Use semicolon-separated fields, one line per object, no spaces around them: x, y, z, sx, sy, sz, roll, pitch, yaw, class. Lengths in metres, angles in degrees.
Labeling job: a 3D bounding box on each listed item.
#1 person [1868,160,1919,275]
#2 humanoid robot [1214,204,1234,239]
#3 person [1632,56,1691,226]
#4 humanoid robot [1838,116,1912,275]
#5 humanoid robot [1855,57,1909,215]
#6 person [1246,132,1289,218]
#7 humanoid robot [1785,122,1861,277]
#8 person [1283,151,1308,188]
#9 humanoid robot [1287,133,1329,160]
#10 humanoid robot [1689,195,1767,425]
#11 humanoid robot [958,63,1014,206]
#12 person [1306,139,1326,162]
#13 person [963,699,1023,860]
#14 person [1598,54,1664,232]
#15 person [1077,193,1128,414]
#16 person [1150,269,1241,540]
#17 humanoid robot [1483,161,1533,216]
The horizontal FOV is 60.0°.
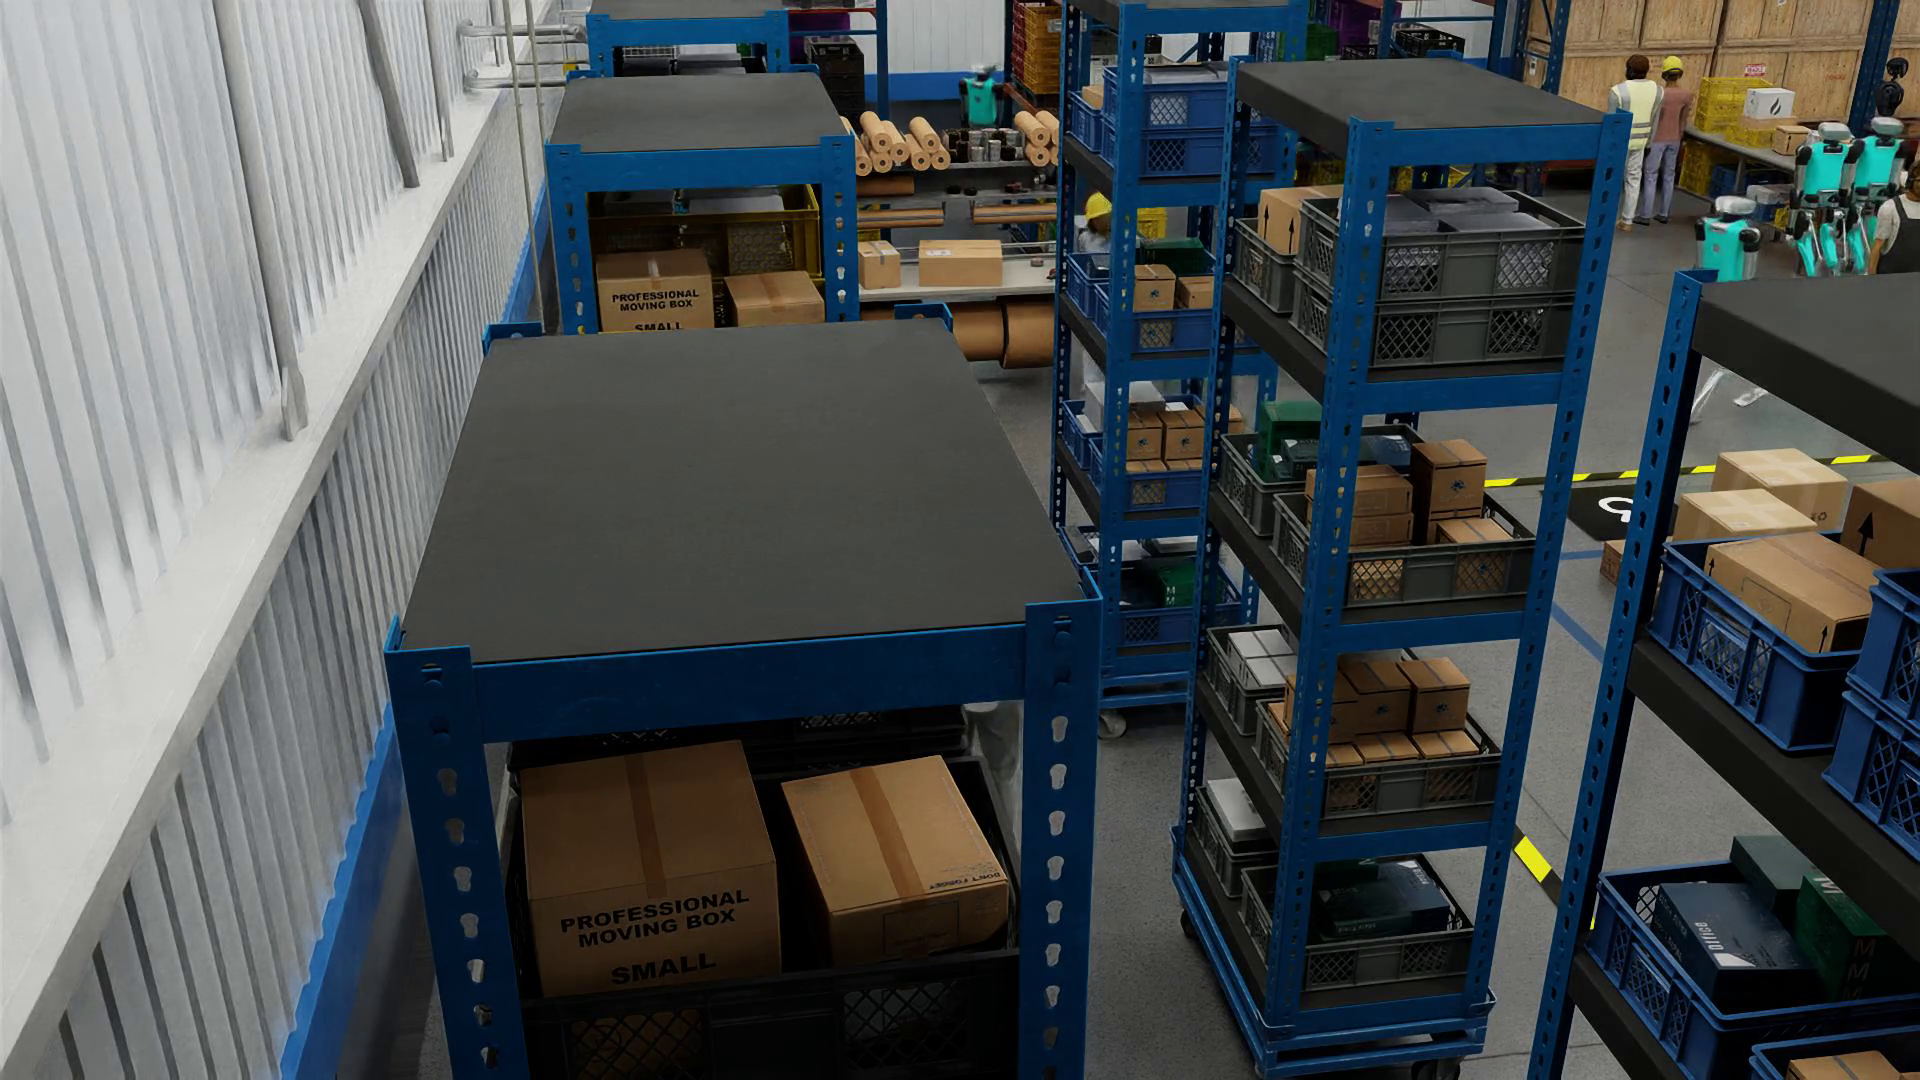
7.209;-2.012;12.800;0.498;1.840;0.349;-5;25;-10;person
2.808;-3.933;17.219;0.547;1.892;0.784;-9;26;-18;humanoid robot
7.477;-4.249;17.745;0.525;1.765;0.327;-7;26;-15;person
7.975;-2.706;14.498;0.542;1.866;0.651;-2;25;-4;humanoid robot
10.092;-4.441;18.249;0.315;1.658;0.599;15;29;30;humanoid robot
2.936;-3.582;16.179;0.514;1.865;0.328;-4;25;-8;person
7.404;-2.632;14.223;0.539;1.771;0.680;-1;25;-2;humanoid robot
2.557;-2.142;13.106;1.002;1.808;0.510;9;26;19;person
3.829;-4.452;18.238;0.808;1.798;0.552;0;25;0;humanoid robot
5.790;-1.690;12.294;1.051;1.768;0.540;-12;27;-24;humanoid robot
0.353;-4.261;17.805;0.554;1.728;0.939;12;27;25;humanoid robot
3.927;-4.526;18.179;0.429;1.918;0.593;3;25;6;person
0.076;0.650;7.007;0.562;1.844;0.402;16;29;30;person
6.951;-4.131;17.396;0.636;1.840;0.429;-5;25;-12;person
1.089;-1.698;12.278;0.600;1.690;0.857;12;27;24;person
1.455;-0.861;10.299;0.596;1.836;0.683;-4;25;-8;person
5.137;-3.261;15.780;0.609;1.636;0.787;-5;25;-12;humanoid robot
